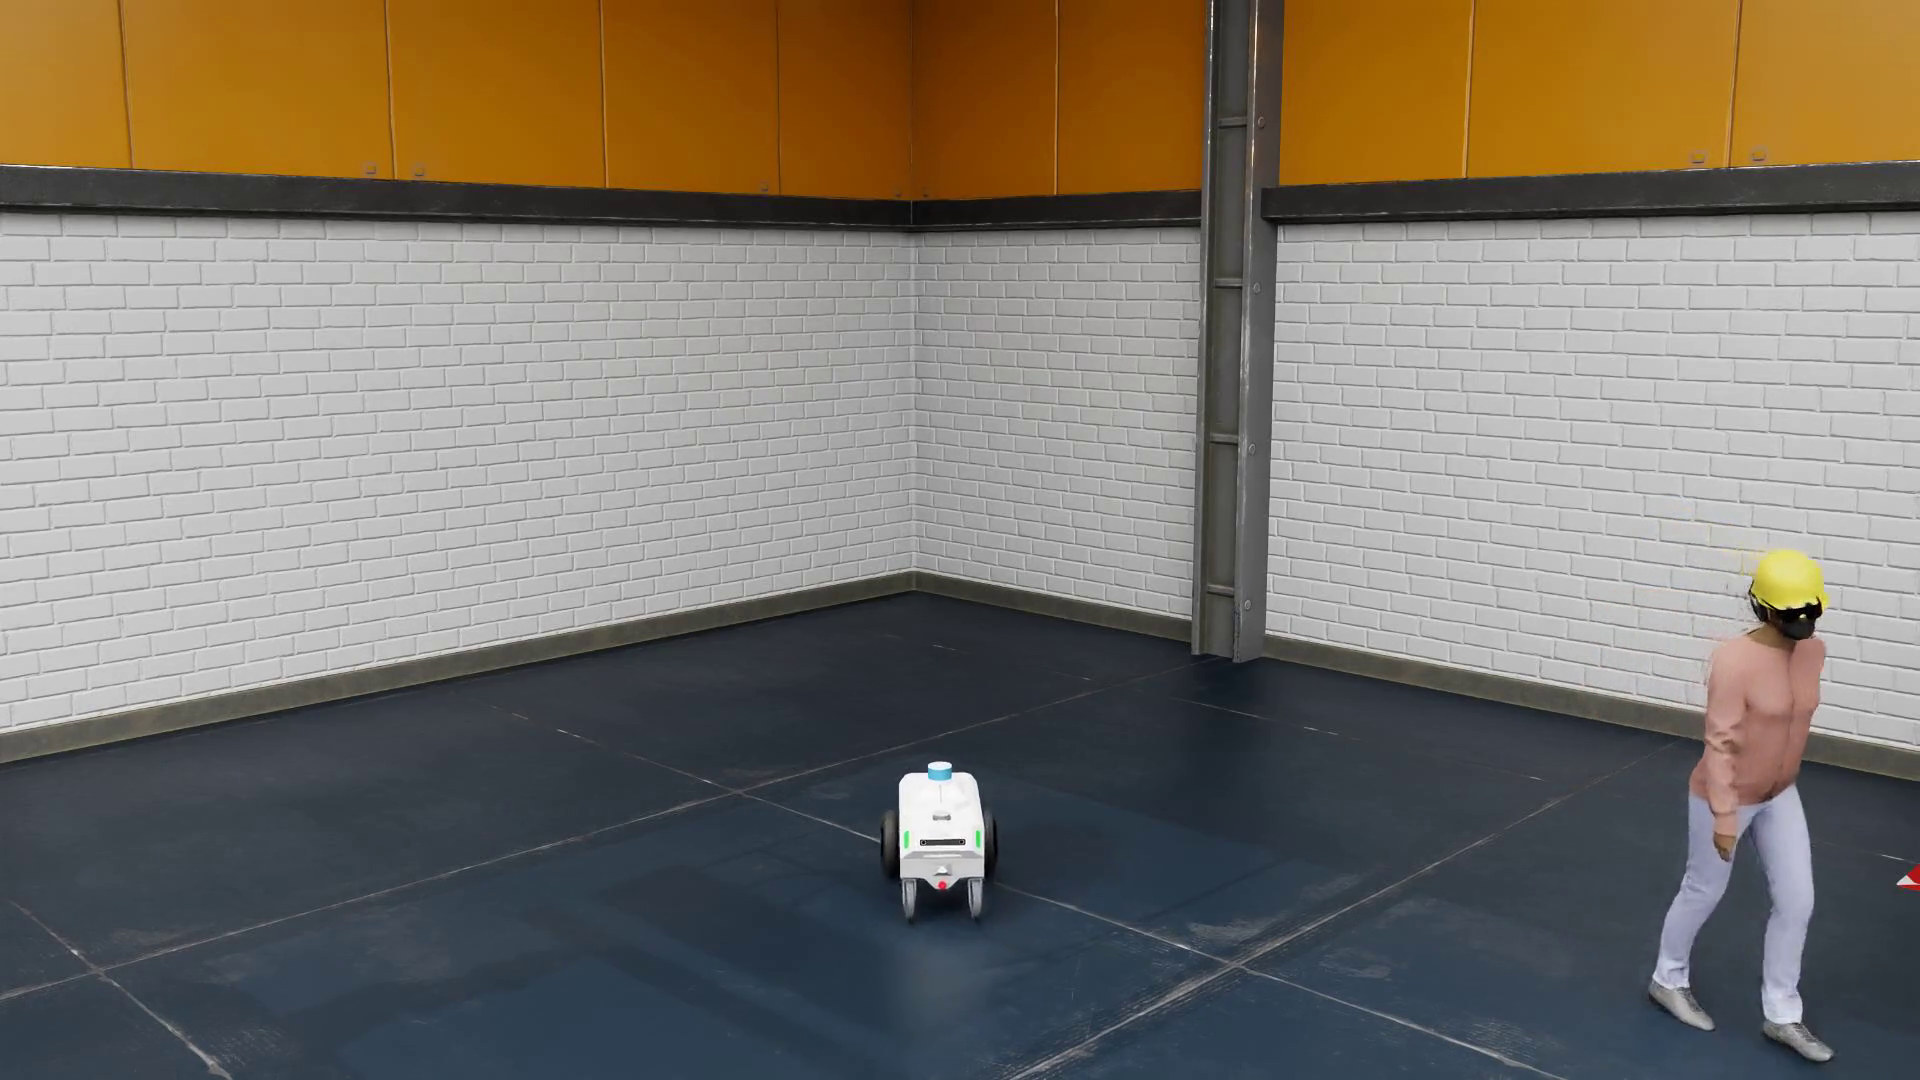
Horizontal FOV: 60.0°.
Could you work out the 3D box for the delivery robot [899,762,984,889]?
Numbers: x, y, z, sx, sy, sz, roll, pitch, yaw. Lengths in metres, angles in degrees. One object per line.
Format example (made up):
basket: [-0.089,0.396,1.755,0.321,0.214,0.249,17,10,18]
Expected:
delivery robot: [-0.083,1.167,6.912,0.477,0.478,0.707,0,9,-2]

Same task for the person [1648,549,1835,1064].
person: [2.621,0.862,5.493,0.541,1.722,0.759,-4,10,-22]
